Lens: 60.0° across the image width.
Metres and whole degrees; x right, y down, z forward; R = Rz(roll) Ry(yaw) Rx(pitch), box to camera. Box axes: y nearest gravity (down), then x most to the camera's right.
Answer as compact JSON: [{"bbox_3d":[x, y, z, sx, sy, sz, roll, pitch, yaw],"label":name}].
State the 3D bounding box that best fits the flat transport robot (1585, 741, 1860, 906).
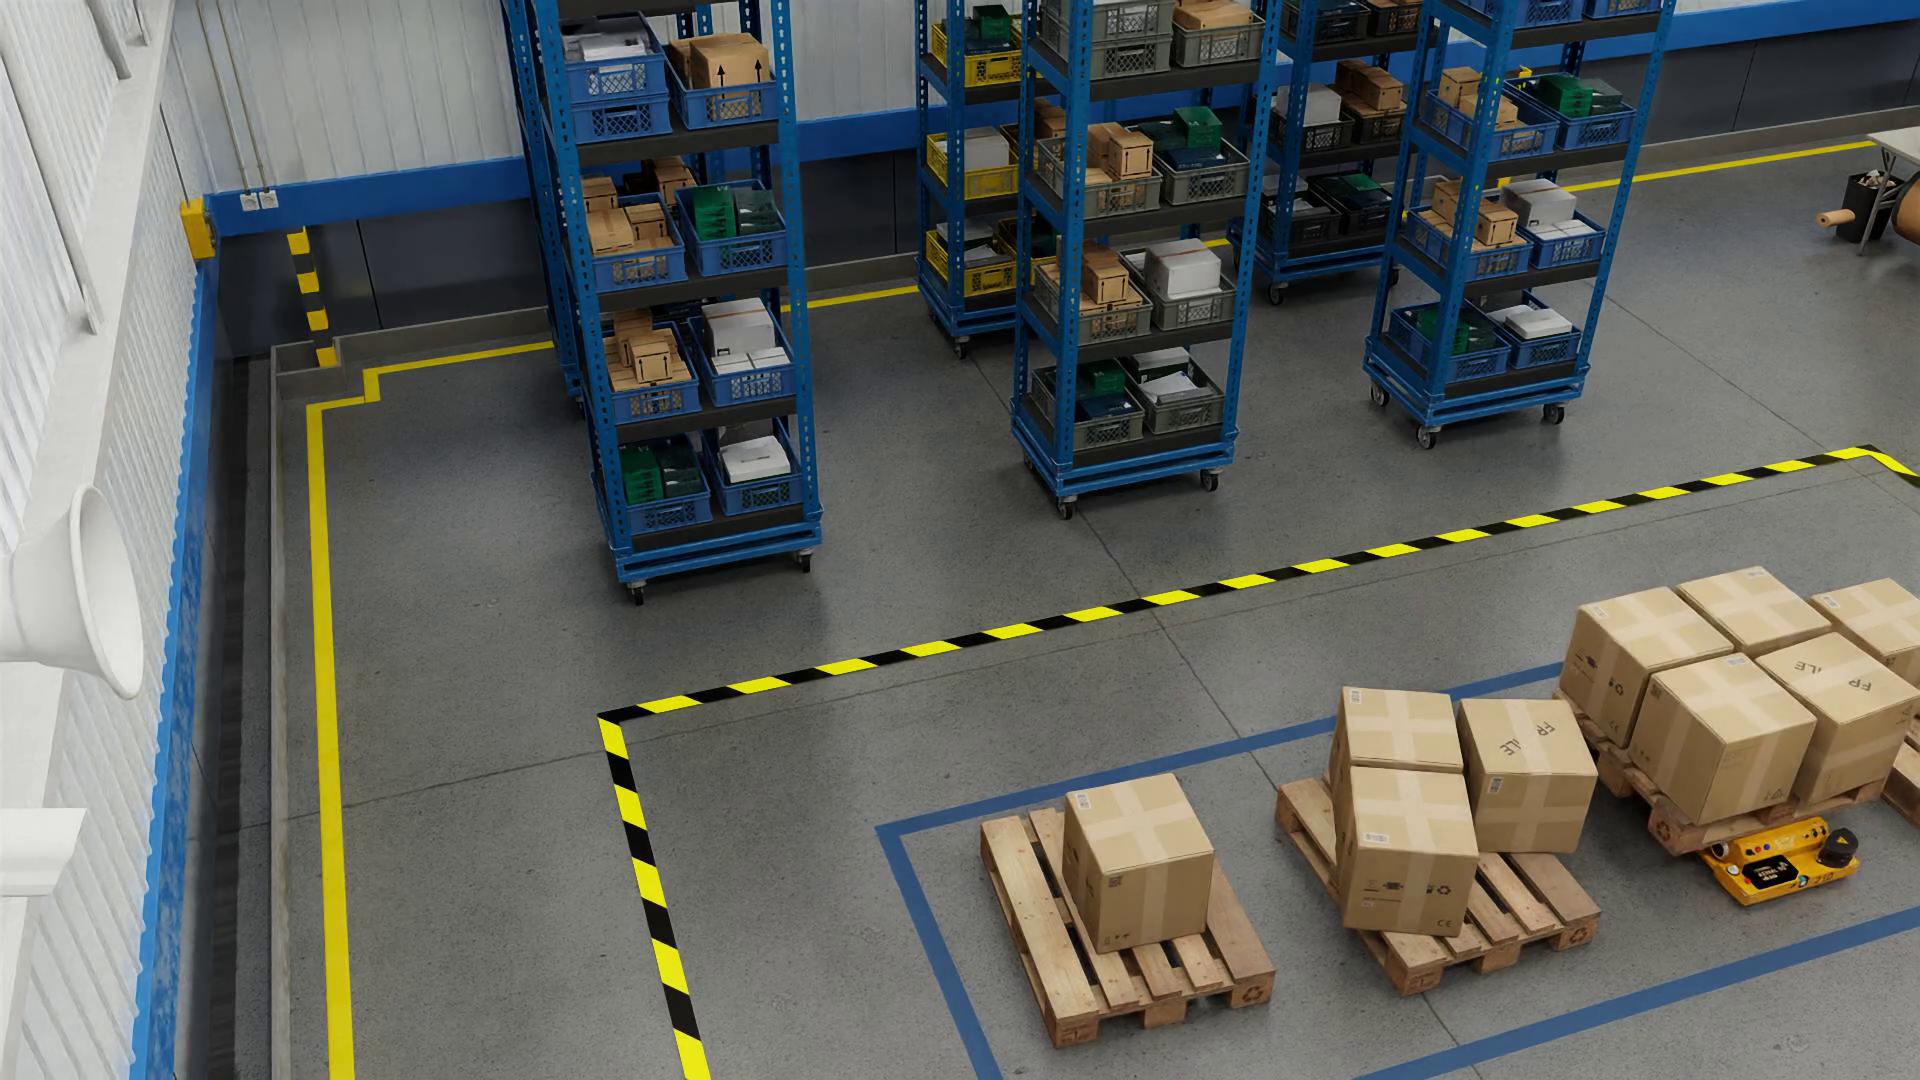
[{"bbox_3d":[3.738,1.188,8.347,0.652,0.197,1.431,-11,37,-15],"label":"flat transport robot"}]
